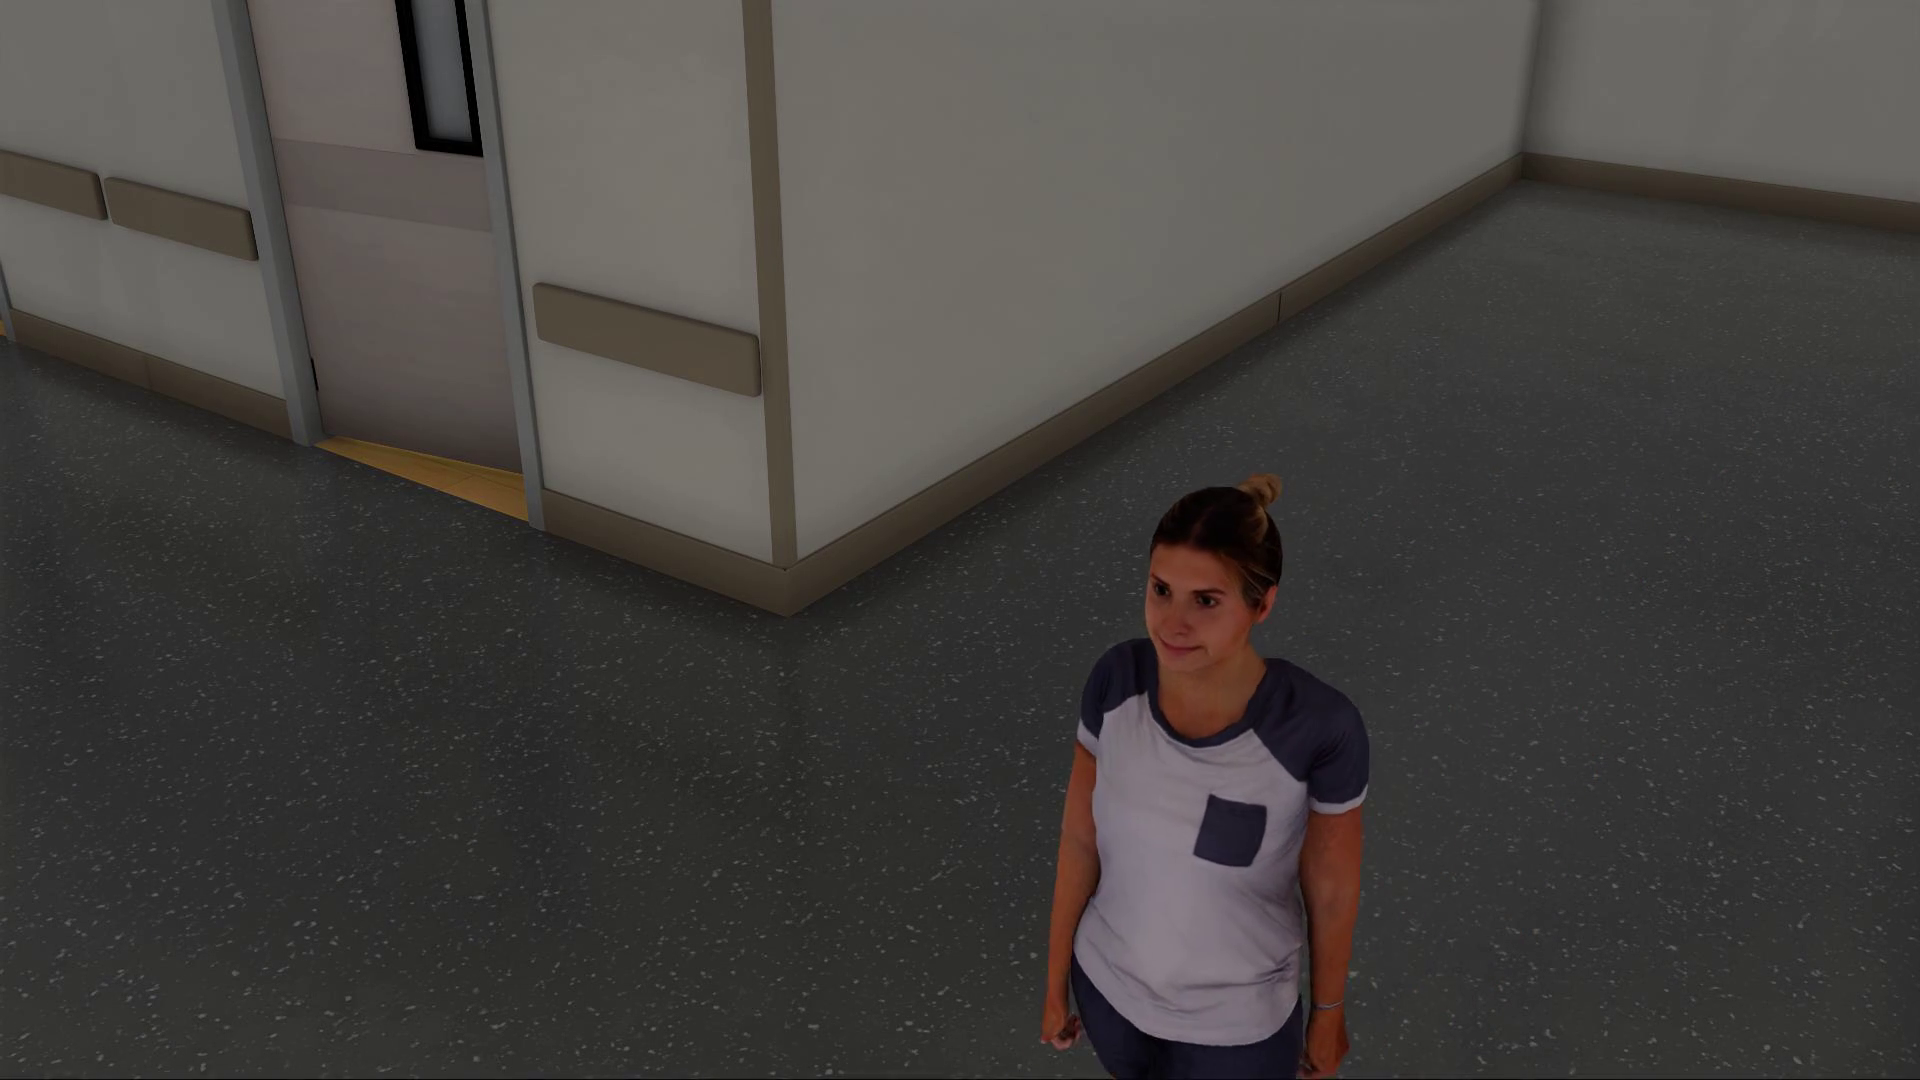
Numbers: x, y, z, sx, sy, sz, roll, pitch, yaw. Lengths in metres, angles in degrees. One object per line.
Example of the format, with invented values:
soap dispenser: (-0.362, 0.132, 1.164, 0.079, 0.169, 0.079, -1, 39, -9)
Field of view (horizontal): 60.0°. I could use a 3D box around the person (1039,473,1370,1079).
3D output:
person: (0.374, 0.658, 2.493, 0.592, 1.571, 1.019, 18, 31, 33)
